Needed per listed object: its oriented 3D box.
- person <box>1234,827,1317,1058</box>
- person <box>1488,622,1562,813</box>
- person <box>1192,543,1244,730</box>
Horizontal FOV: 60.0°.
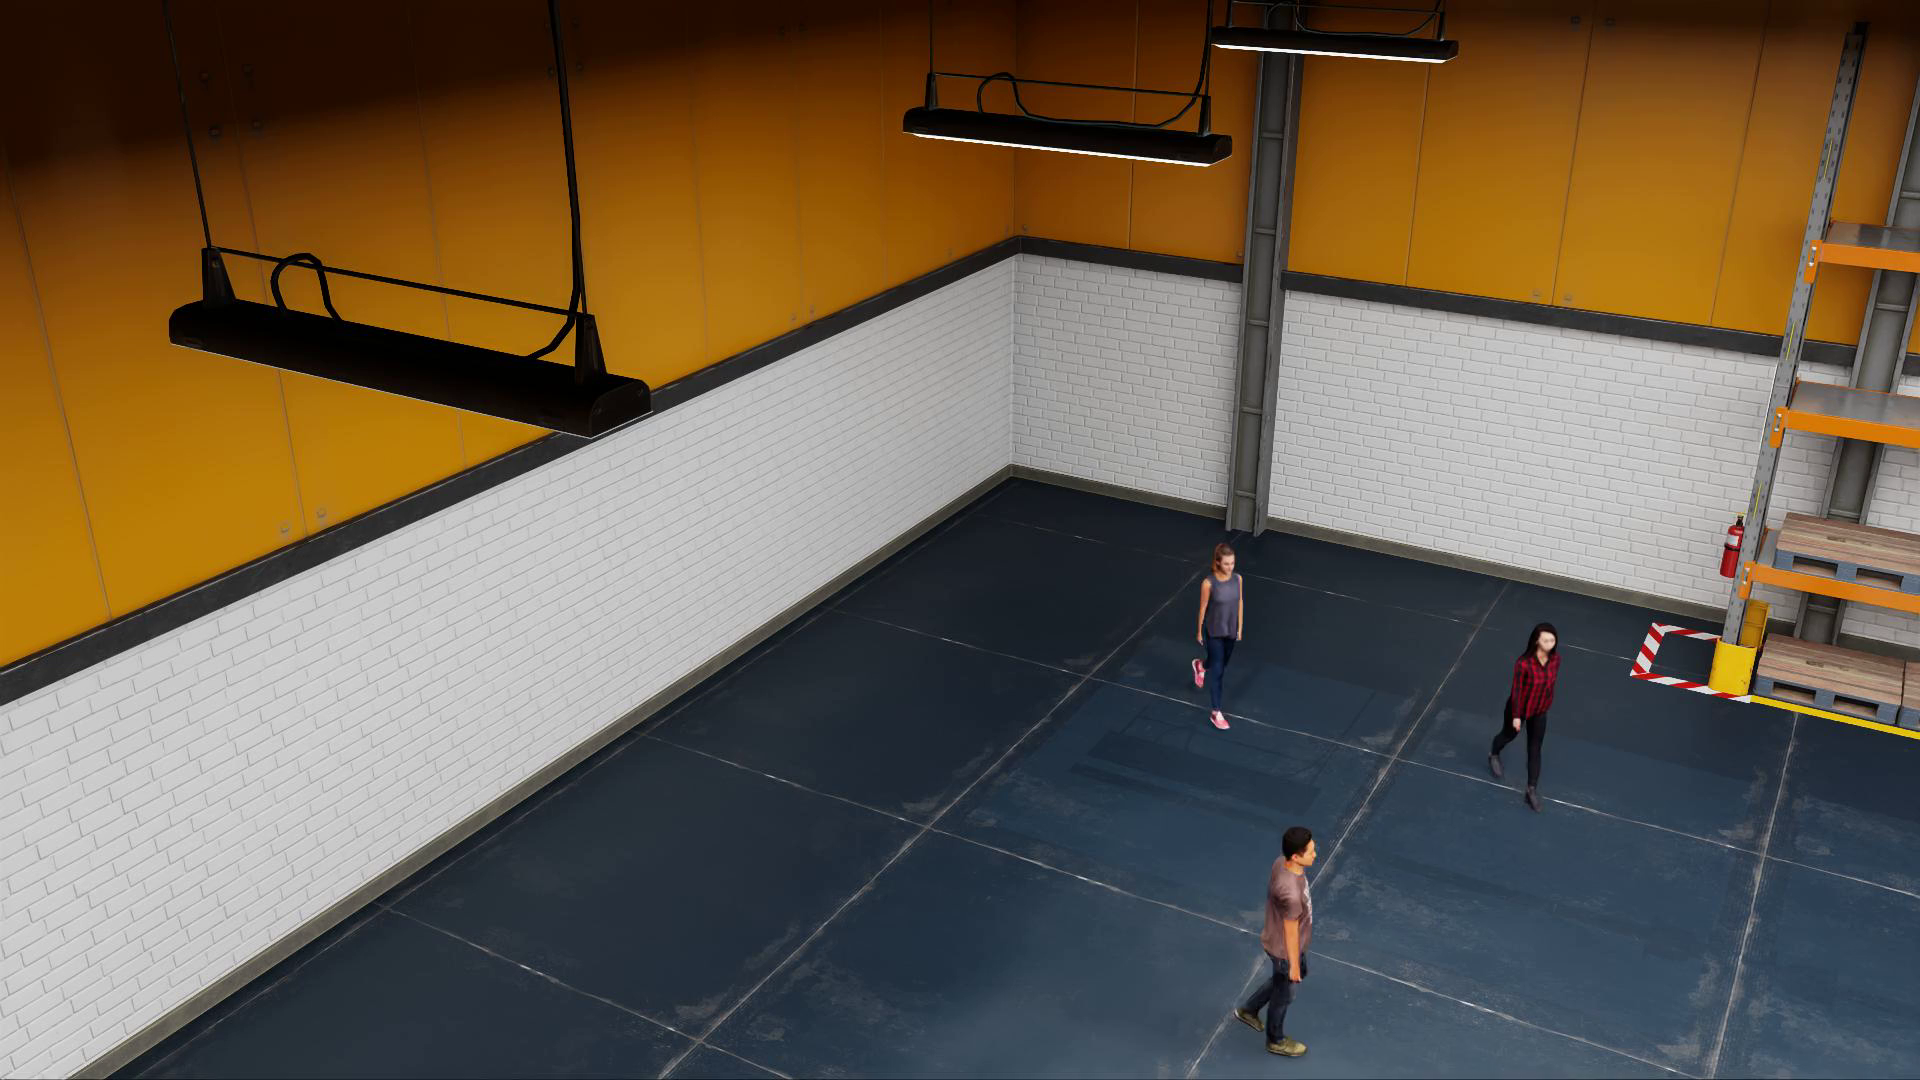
[{"bbox_3d":[2.044,2.614,10.870,0.834,1.767,0.772,4,24,9],"label":"person"},{"bbox_3d":[4.674,1.384,13.881,1.046,1.607,1.099,-6,24,-13],"label":"person"},{"bbox_3d":[2.320,0.810,15.081,1.004,1.699,1.115,-8,25,-17],"label":"person"}]
